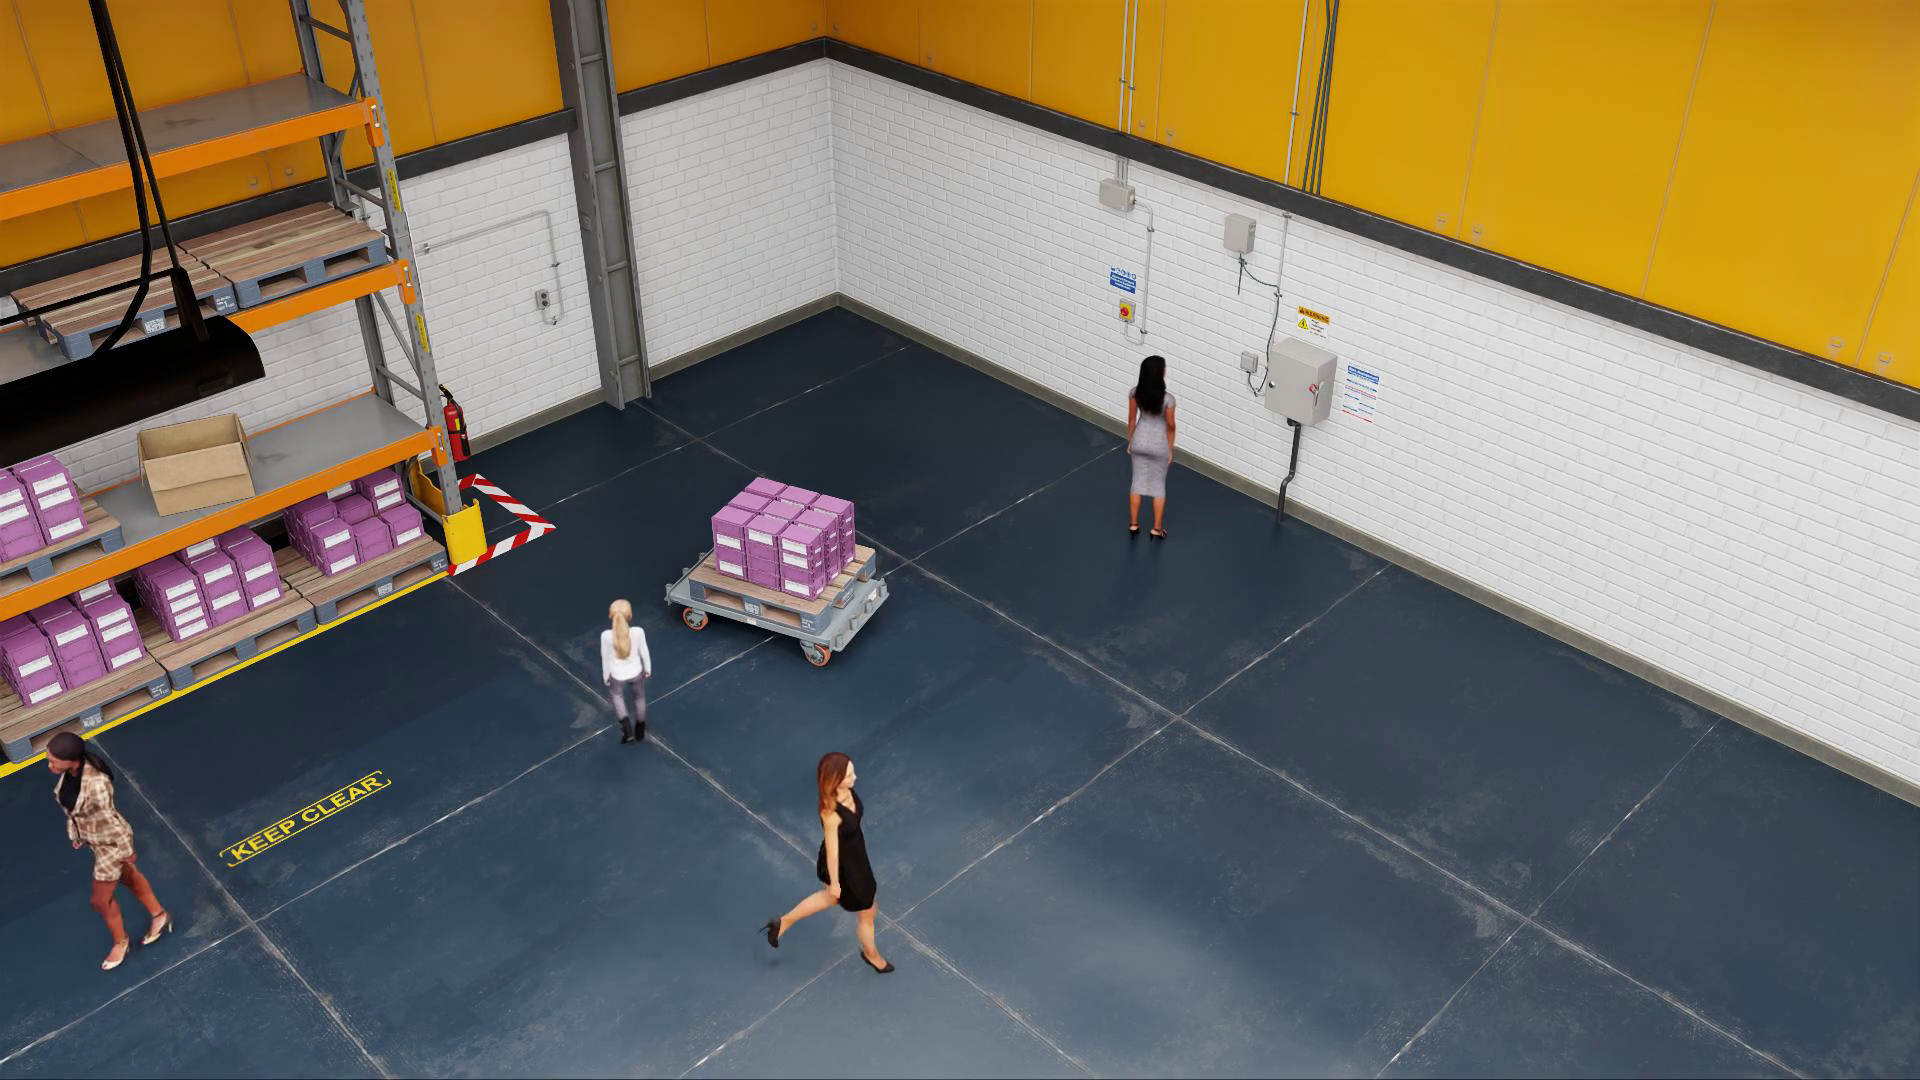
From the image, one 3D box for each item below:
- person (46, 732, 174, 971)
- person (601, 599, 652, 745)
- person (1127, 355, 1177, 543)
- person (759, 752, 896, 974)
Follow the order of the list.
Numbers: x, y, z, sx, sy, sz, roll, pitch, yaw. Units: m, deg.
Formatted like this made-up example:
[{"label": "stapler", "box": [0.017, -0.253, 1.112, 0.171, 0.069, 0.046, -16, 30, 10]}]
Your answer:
[{"label": "person", "box": [-5.254, 1.861, 10.421, 0.617, 1.774, 0.731, 26, 42, 34]}, {"label": "person", "box": [-2.437, 1.006, 12.162, 0.655, 1.271, 0.705, -8, 34, -12]}, {"label": "person", "box": [1.646, -0.778, 14.386, 0.640, 1.780, 0.624, 16, 37, 22]}, {"label": "person", "box": [-0.800, 2.000, 10.184, 1.065, 1.806, 1.073, 4, 34, 6]}]
